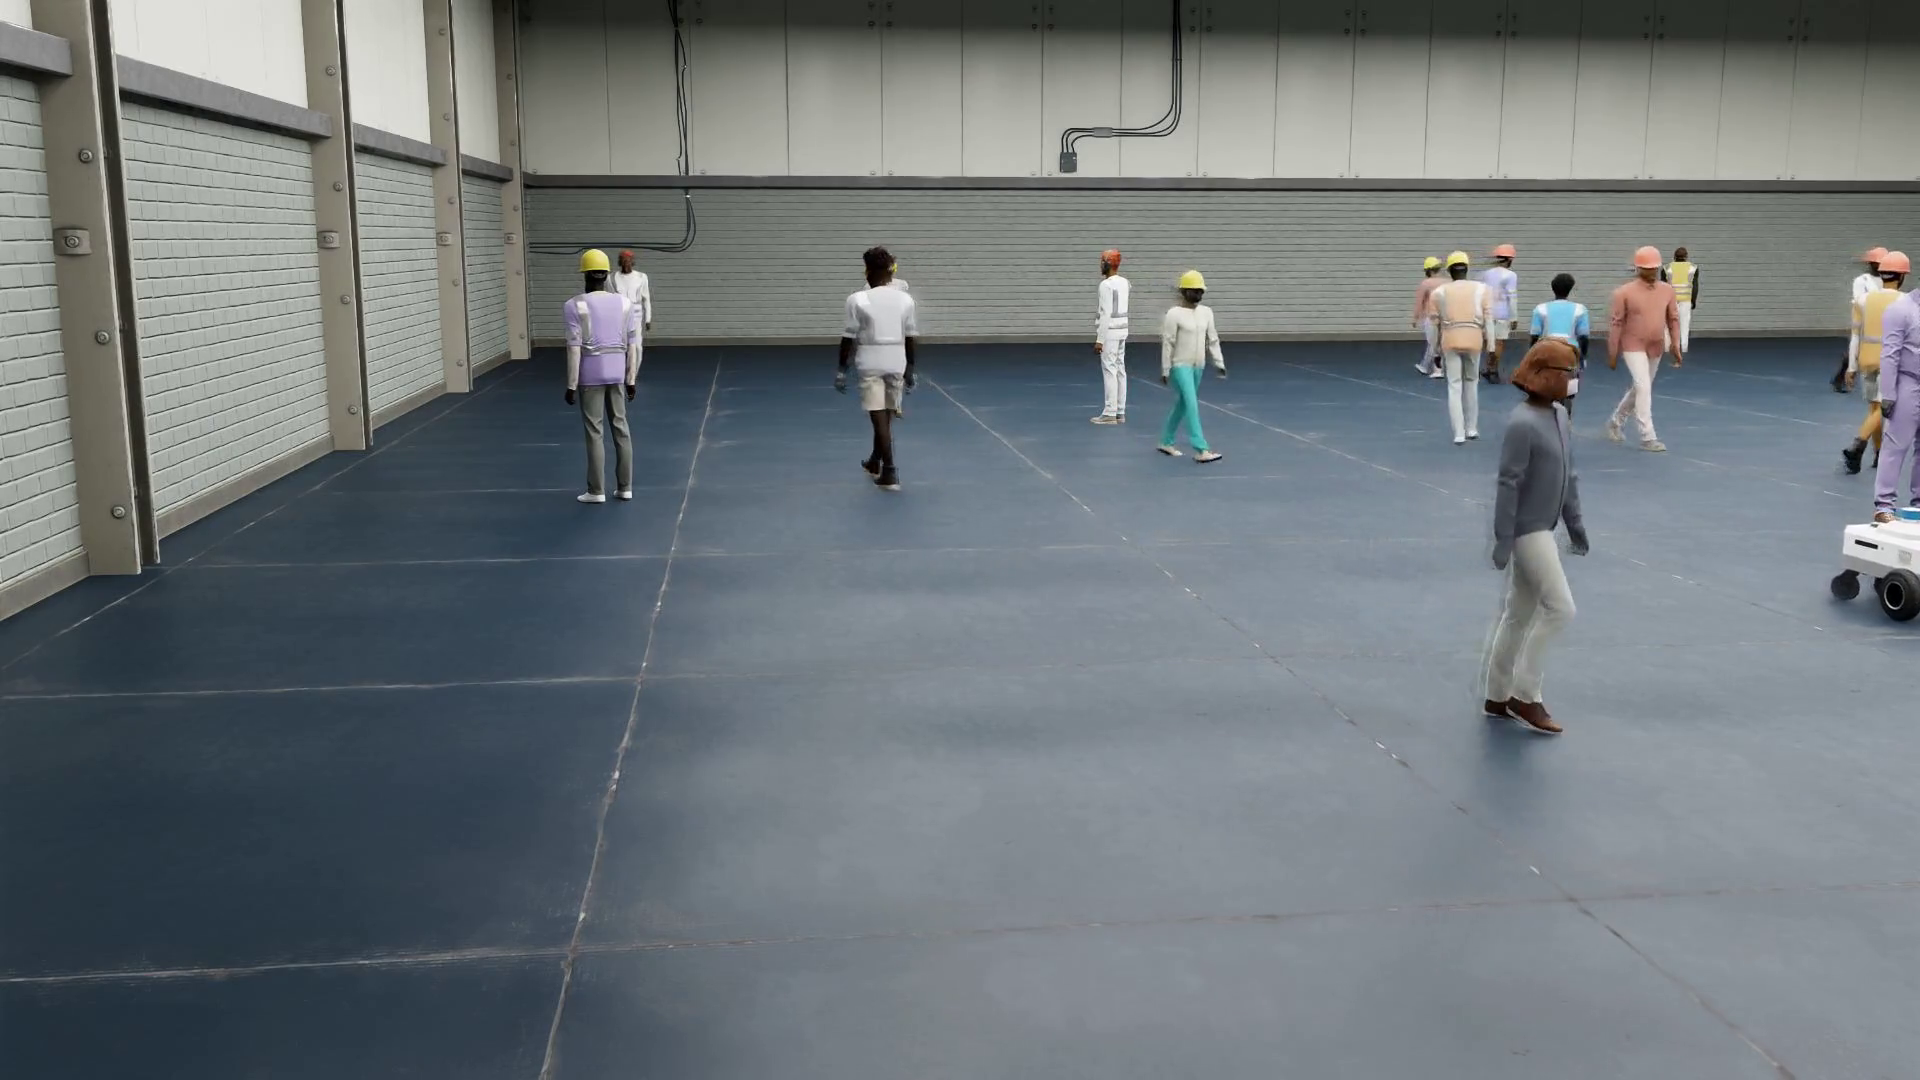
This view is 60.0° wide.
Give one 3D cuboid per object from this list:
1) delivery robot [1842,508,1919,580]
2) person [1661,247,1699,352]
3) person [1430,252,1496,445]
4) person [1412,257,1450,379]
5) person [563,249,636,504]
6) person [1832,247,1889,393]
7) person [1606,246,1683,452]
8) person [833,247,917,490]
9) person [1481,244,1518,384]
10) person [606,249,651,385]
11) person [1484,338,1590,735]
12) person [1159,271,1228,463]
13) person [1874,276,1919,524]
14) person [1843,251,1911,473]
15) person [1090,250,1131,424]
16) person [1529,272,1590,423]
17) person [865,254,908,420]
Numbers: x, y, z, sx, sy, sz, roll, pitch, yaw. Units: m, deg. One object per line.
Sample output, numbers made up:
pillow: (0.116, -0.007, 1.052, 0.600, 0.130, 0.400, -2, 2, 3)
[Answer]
delivery robot: (5.140, 0.069, 9.010, 0.477, 0.478, 0.707, -2, 11, -9)
person: (12.606, -4.212, 29.208, 0.634, 1.841, 0.429, 3, 11, 17)
person: (4.956, -1.899, 16.457, 0.639, 1.865, 0.854, 2, 11, 12)
person: (6.778, -3.204, 24.019, 0.536, 1.718, 0.912, -4, 11, -20)
person: (-2.745, -1.237, 12.665, 0.593, 1.924, 0.380, -9, 14, -41)
person: (11.586, -2.785, 21.248, 0.558, 1.900, 0.965, -2, 11, -10)
person: (6.555, -1.860, 16.059, 0.619, 1.947, 1.017, -2, 11, -12)
person: (-0.722, -1.401, 13.541, 0.635, 1.921, 0.940, -6, 12, -30)
person: (7.448, -3.102, 22.901, 0.419, 1.917, 0.576, -5, 12, -26)
person: (-4.572, -3.080, 22.978, 0.589, 1.864, 0.700, -2, 10, -10)
person: (2.409, -0.014, 6.825, 0.500, 1.615, 0.503, 6, 12, 32)
person: (2.083, -1.571, 15.081, 0.538, 1.719, 0.933, -7, 13, -35)
person: (6.683, -1.012, 11.507, 0.643, 1.903, 0.399, -1, 10, -7)
person: (7.932, -1.528, 14.340, 0.912, 1.906, 0.556, -7, 12, -33)
person: (1.634, -2.191, 18.019, 0.356, 1.883, 0.572, 6, 12, 30)
person: (5.843, -1.769, 16.247, 0.560, 1.673, 0.437, 3, 11, 17)
person: (-0.788, -2.243, 18.397, 0.572, 1.846, 0.622, -2, 11, -12)
